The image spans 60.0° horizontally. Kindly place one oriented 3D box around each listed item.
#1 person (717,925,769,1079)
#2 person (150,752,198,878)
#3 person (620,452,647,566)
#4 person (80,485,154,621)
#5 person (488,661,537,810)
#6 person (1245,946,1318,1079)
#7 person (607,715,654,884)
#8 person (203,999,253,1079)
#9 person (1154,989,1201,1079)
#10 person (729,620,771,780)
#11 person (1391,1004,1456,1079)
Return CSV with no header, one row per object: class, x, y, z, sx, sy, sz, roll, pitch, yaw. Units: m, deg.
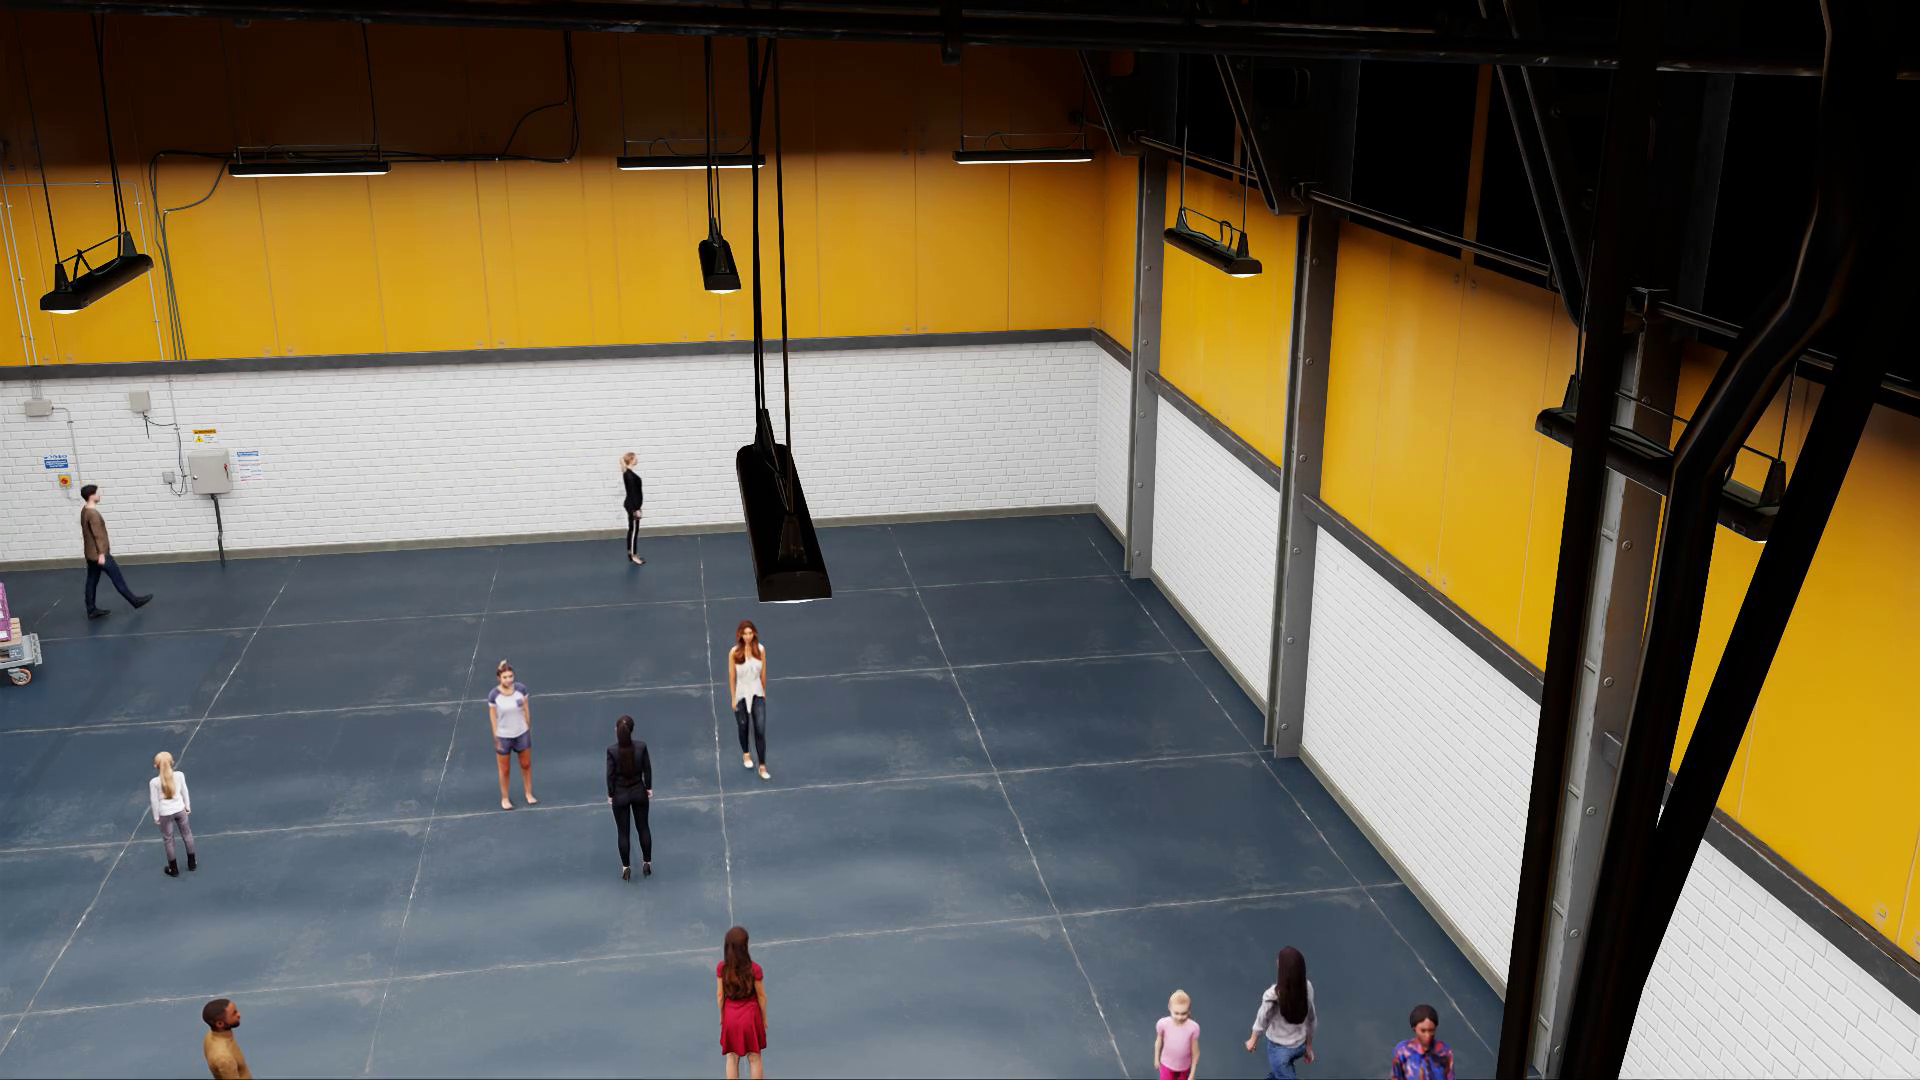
person,-1.663,3.637,12.689,0.607,1.552,0.669,2,19,5
person,-7.621,2.635,16.093,0.575,1.279,0.616,-15,24,-38
person,-4.875,-0.474,24.656,0.696,1.704,0.515,-6,20,-18
person,-11.723,0.193,22.440,1.080,1.855,1.104,-17,25,-42
person,-4.681,2.026,17.369,0.627,1.619,0.630,-11,21,-28
person,2.442,3.799,12.171,0.875,1.575,1.168,-11,22,-30
person,-3.155,2.461,15.929,0.609,1.712,0.540,-7,20,-19
person,-4.959,3.933,11.396,0.781,1.816,0.636,-13,22,-33
person,1.614,3.879,12.454,0.594,1.243,0.935,1,19,3
person,-2.336,1.688,18.156,0.666,1.757,0.962,-6,19,-16
person,3.156,3.946,11.530,0.635,1.705,1.143,-2,19,-6
